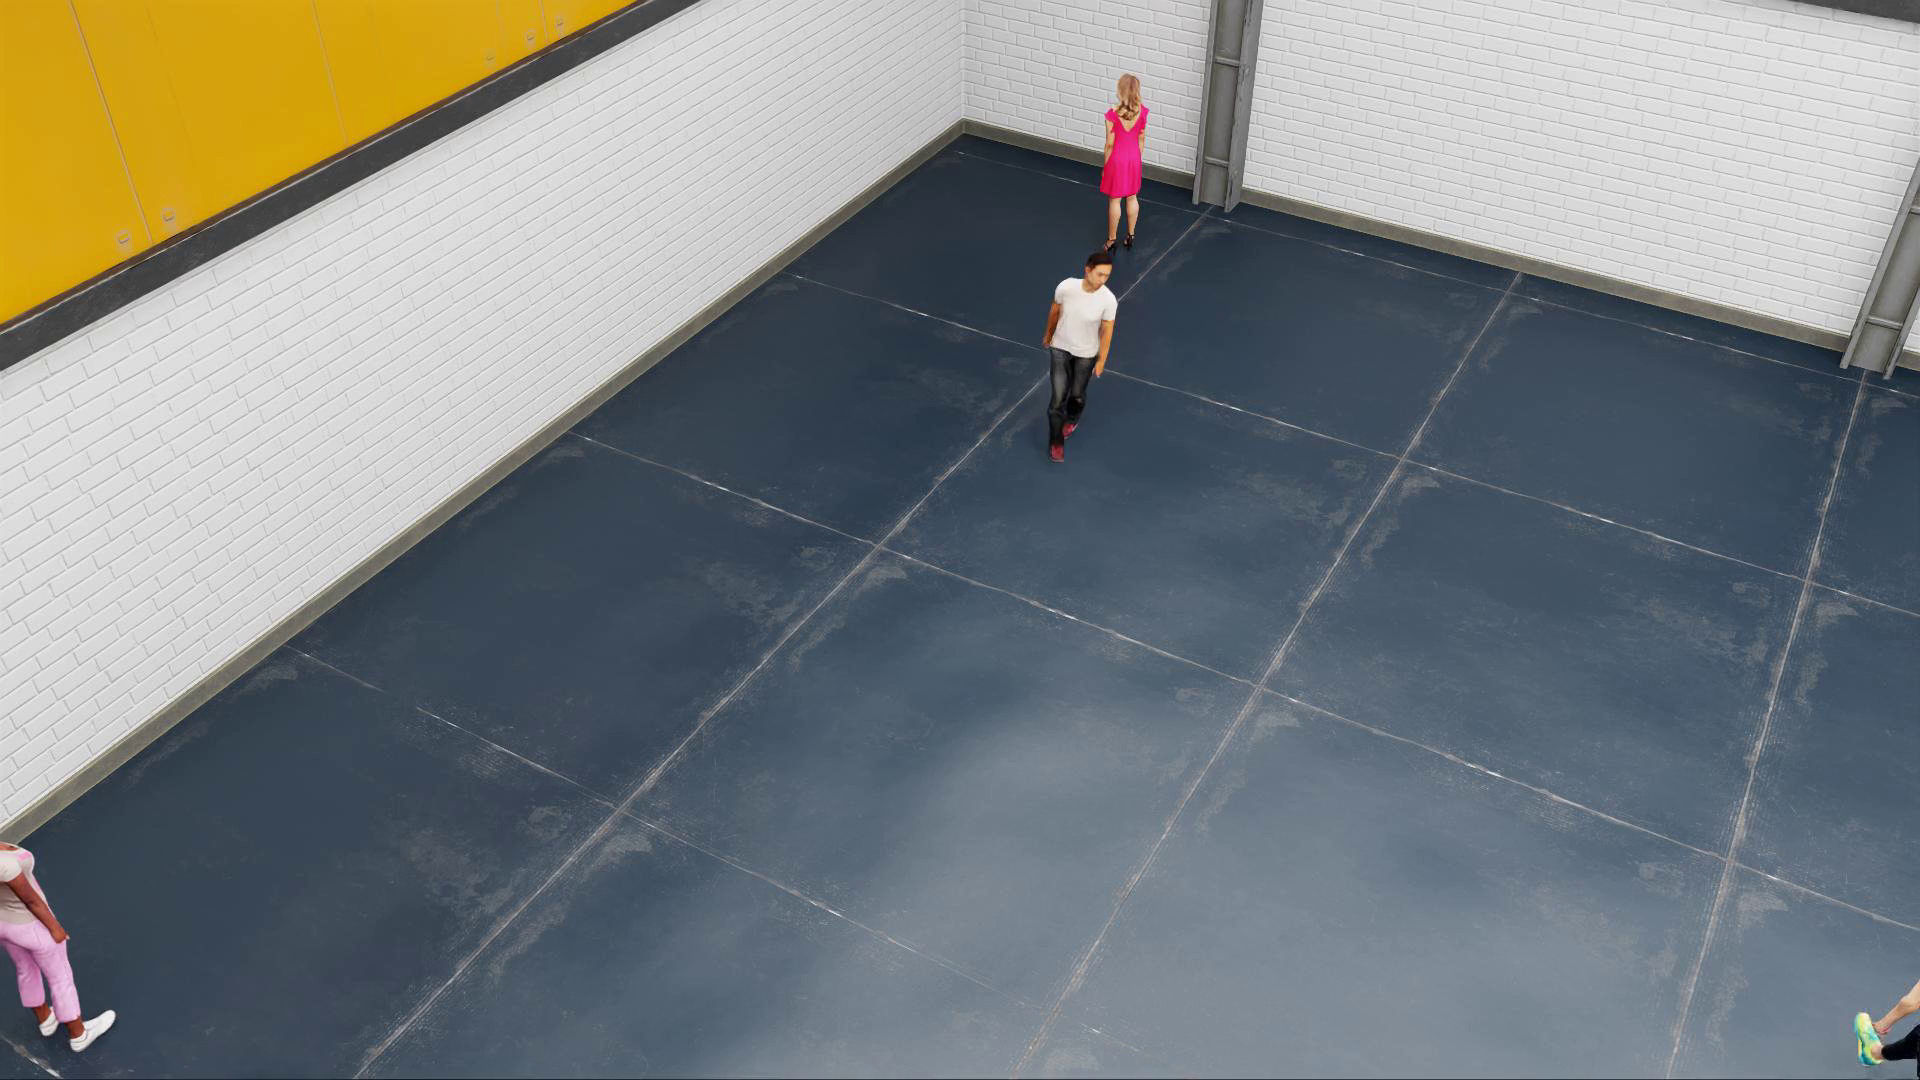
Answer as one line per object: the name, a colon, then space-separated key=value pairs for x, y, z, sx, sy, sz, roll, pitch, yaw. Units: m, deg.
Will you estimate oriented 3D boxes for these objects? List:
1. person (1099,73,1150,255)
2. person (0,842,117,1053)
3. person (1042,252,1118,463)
person: x=1.502 y=-3.451 z=15.266 sx=0.662 sy=1.728 sz=0.712 roll=-12 pitch=40 yaw=-15
person: x=-4.791 y=1.956 z=8.489 sx=0.494 sy=1.738 sz=0.646 roll=15 pitch=41 yaw=18
person: x=0.882 y=-1.490 z=12.794 sx=0.972 sy=1.750 sz=0.968 roll=13 pitch=40 yaw=15
